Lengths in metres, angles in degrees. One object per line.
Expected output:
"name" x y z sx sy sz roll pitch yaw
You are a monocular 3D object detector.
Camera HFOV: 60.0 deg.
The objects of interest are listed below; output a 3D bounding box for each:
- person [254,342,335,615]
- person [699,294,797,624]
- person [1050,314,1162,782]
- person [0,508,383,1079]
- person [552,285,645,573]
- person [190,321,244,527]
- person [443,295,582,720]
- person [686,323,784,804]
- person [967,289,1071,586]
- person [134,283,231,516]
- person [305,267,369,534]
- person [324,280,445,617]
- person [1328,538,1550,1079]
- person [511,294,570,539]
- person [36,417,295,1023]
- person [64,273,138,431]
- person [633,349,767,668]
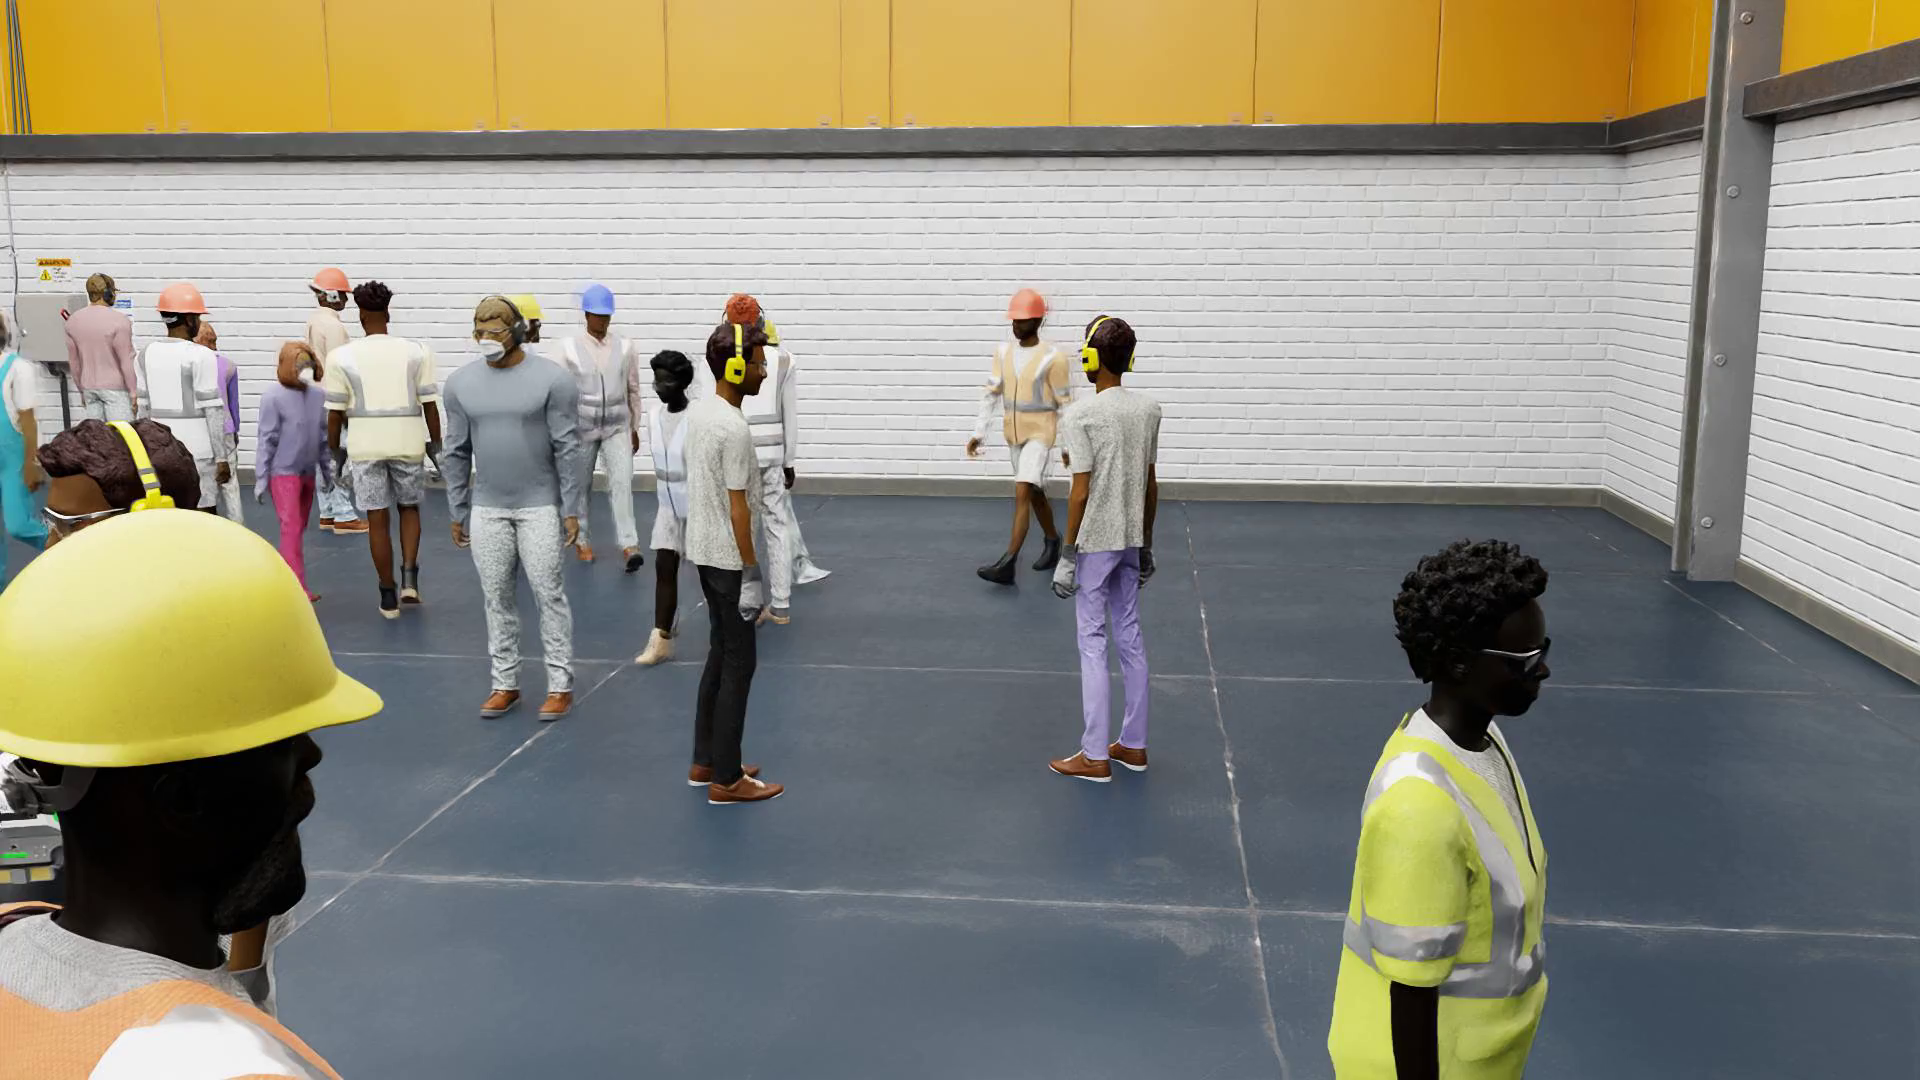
"person" -3.872 -0.357 9.738 0.565 1.594 0.556 3 10 19
"person" -1.186 -0.437 9.367 0.574 1.881 0.358 -5 11 -28
"person" 0.581 0.036 6.692 0.531 1.870 0.317 -8 13 -39
"person" -0.630 0.929 1.420 0.585 1.927 0.366 8 12 37
"person" -2.378 -0.729 10.996 0.639 1.882 1.022 -5 11 -25
"person" -5.372 -0.750 11.884 0.314 1.629 0.509 7 12 33
"person" -2.022 -0.140 7.554 0.639 1.925 0.373 1 10 6
"person" -0.883 0.095 6.415 0.333 1.854 0.524 -5 11 -26
"person" 0.436 -0.672 10.743 0.549 1.882 1.026 9 13 41
"person" -4.504 -0.528 9.734 0.551 1.934 0.373 3 10 16
"person" -4.704 -1.046 12.536 0.382 1.994 0.608 -8 13 -38
"person" -3.343 -0.526 9.684 0.647 1.945 0.448 -5 11 -25
"person" 0.752 0.832 2.631 0.318 1.695 0.539 4 11 23
"person" -3.002 -0.833 11.844 0.778 1.801 0.629 -5 11 -28
"person" -1.312 0.717 2.837 0.510 1.861 0.324 9 13 41
"person" -6.962 -1.204 13.596 0.627 1.941 0.370 3 10 16
"person" -1.353 -0.196 8.726 0.536 1.633 0.922 6 12 32
